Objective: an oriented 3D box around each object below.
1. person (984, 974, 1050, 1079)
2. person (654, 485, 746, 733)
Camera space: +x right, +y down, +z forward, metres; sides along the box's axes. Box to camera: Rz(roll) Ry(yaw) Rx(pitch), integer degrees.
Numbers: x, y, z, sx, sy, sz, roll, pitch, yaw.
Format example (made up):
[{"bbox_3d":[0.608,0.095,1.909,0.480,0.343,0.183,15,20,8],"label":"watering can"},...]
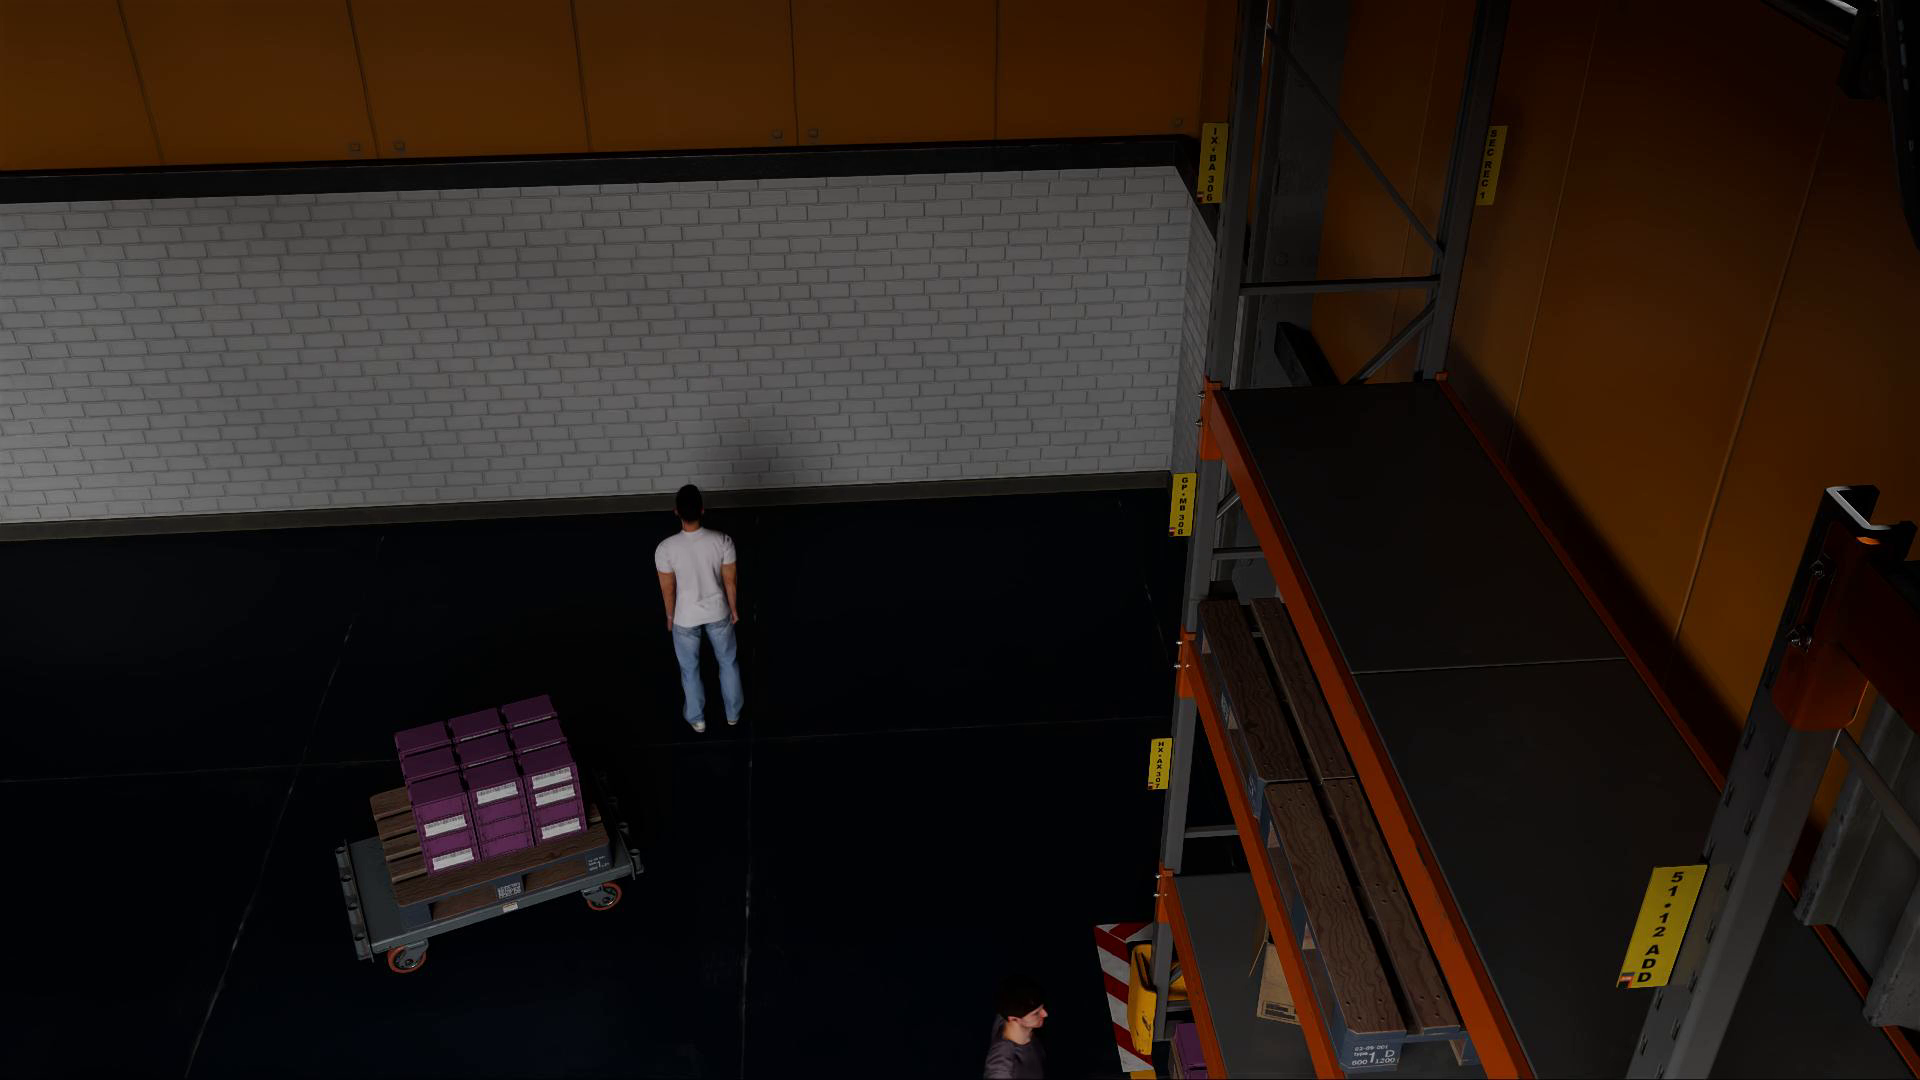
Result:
[{"bbox_3d":[0.248,2.669,7.667,0.786,1.851,0.556,5,34,7],"label":"person"},{"bbox_3d":[-1.711,0.461,10.978,0.714,1.864,0.616,-9,35,-14],"label":"person"}]
